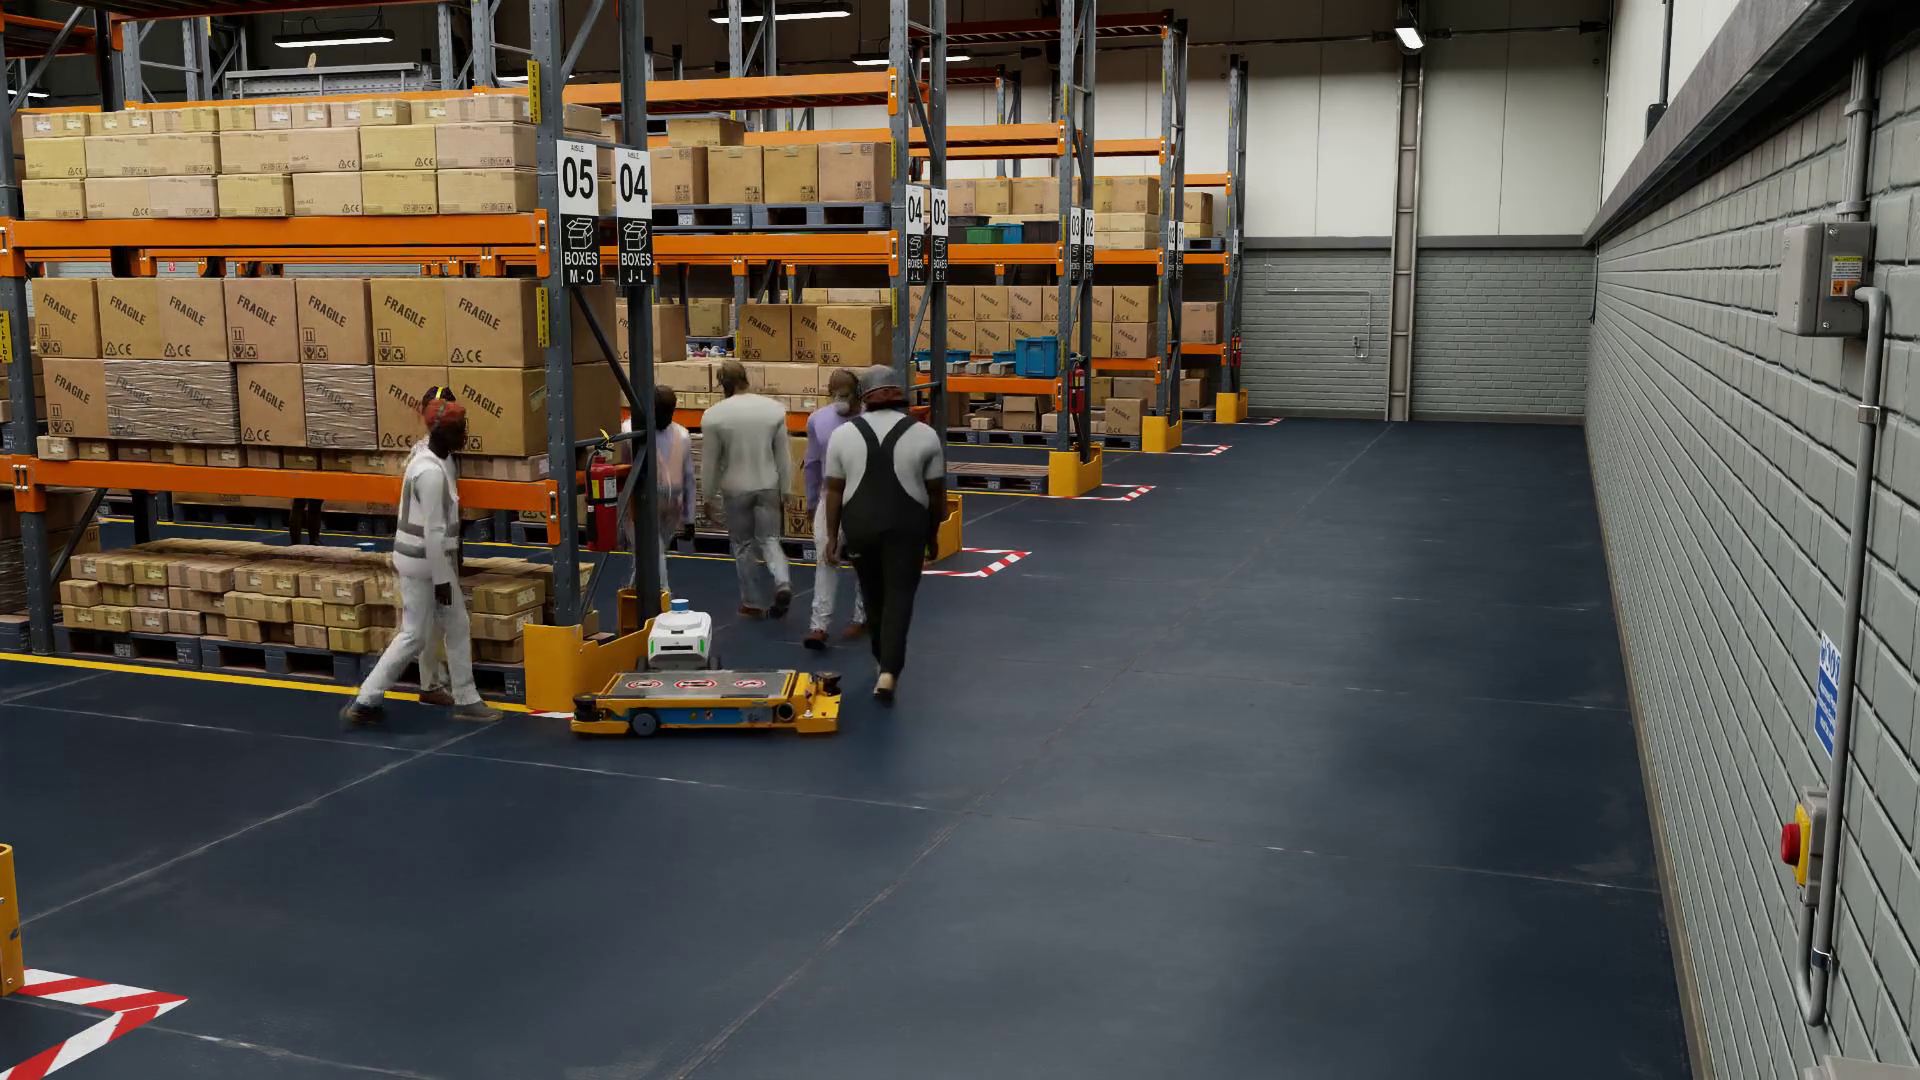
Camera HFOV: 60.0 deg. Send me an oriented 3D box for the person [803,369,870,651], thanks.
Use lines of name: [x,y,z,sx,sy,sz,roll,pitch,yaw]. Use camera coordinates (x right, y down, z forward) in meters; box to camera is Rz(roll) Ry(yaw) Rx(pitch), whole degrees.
person: [-0.779,-0.193,11.048,0.674,1.873,0.998,2,9,14]

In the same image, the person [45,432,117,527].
person: [-8.668,-1.018,16.116,0.868,1.891,0.622,3,9,16]

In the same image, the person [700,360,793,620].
person: [-1.495,-0.330,11.851,0.668,1.900,0.620,-5,10,-29]

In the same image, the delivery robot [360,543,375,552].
delivery robot: [-4.266,0.265,11.998,0.707,0.478,0.477,3,10,20]

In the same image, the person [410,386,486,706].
person: [-3.003,0.035,9.677,0.333,1.860,0.510,0,9,2]

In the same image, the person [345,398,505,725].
person: [-2.997,0.135,9.136,0.814,1.845,0.583,-1,9,-7]

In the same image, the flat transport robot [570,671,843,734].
flat transport robot: [-1.386,0.892,9.258,1.431,0.197,0.652,0,9,-1]

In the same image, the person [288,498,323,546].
person: [-5.512,-0.718,14.134,0.375,1.934,0.548,3,10,17]

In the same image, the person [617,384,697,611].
person: [-2.073,-0.166,11.185,0.992,1.781,0.653,8,12,43]

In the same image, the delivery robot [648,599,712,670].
delivery robot: [-1.666,0.596,9.930,0.477,0.478,0.707,-1,9,-6]

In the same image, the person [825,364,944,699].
person: [-0.452,-0.098,9.933,0.709,2.000,0.989,1,9,7]
